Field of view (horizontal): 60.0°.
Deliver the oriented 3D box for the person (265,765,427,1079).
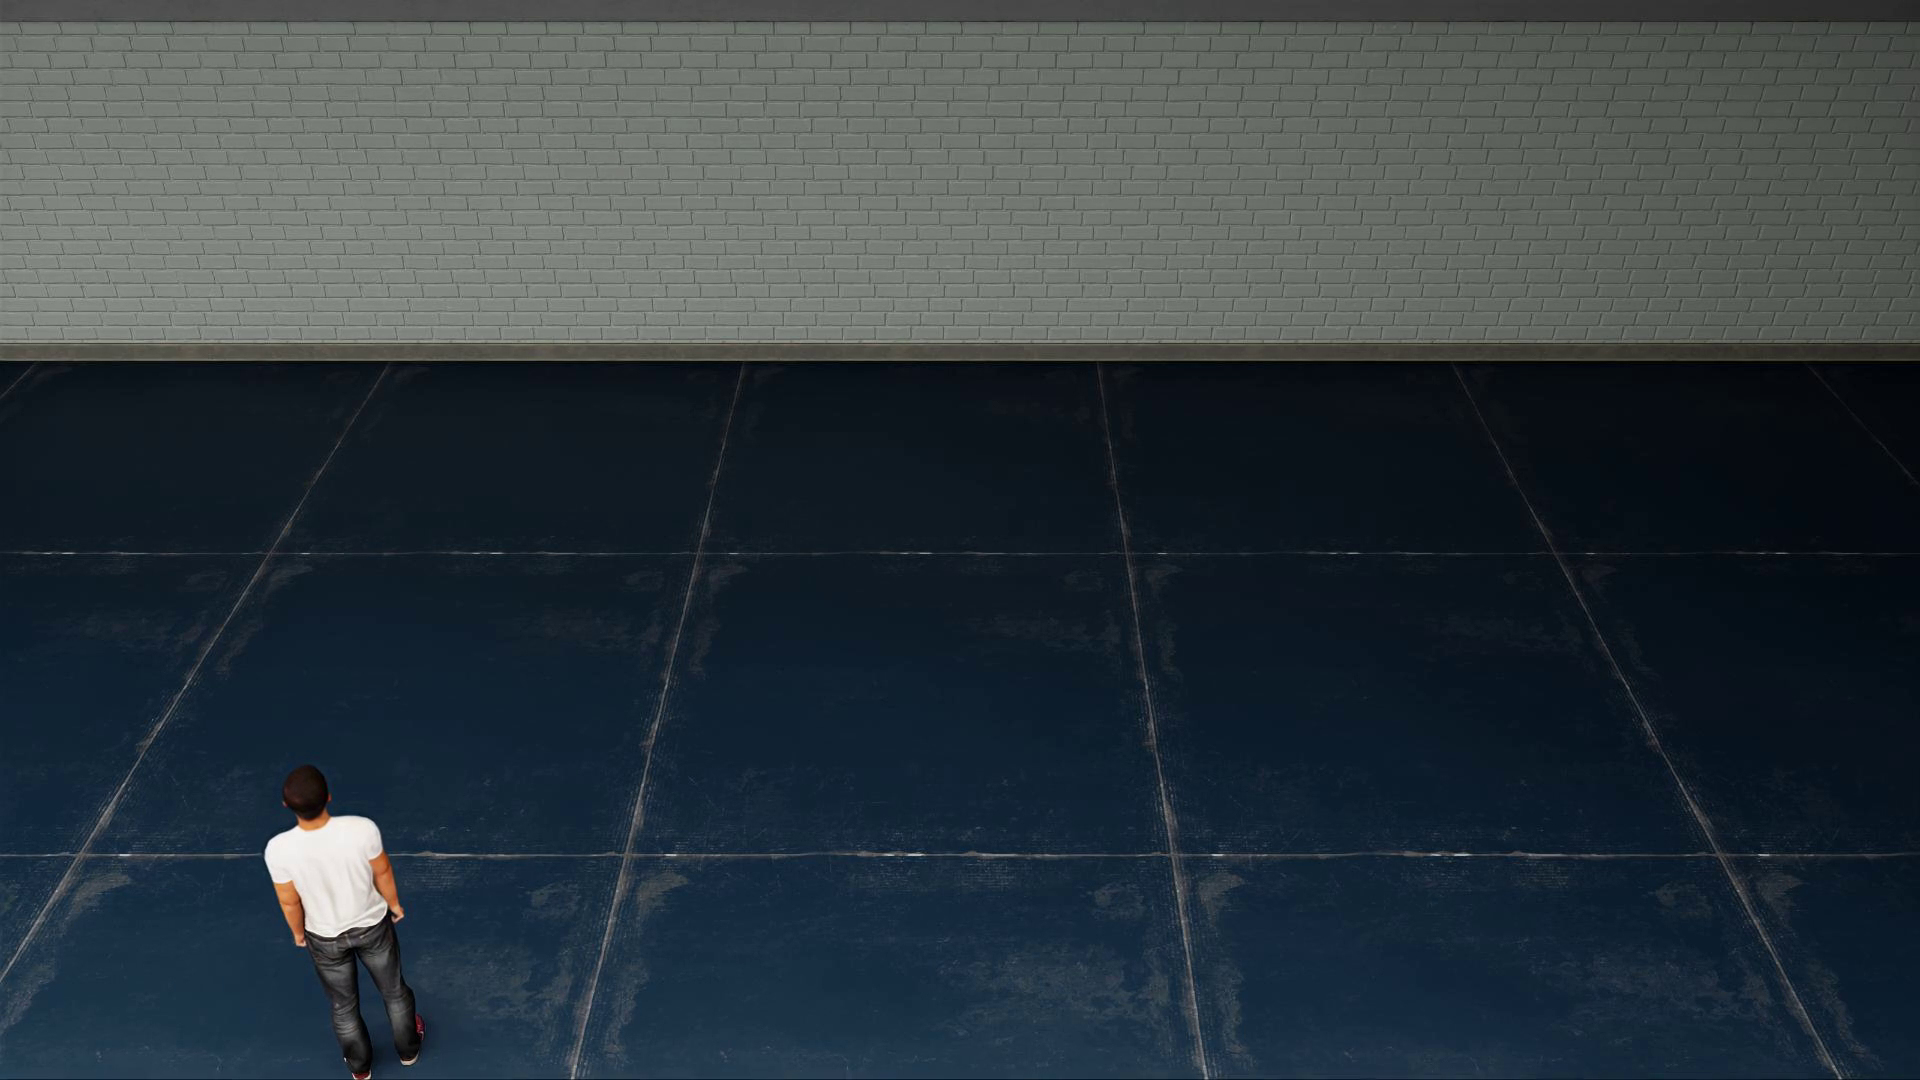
[{"bbox_3d":[-2.759,1.721,7.474,0.709,1.805,0.678,-13,35,-20],"label":"person"}]
